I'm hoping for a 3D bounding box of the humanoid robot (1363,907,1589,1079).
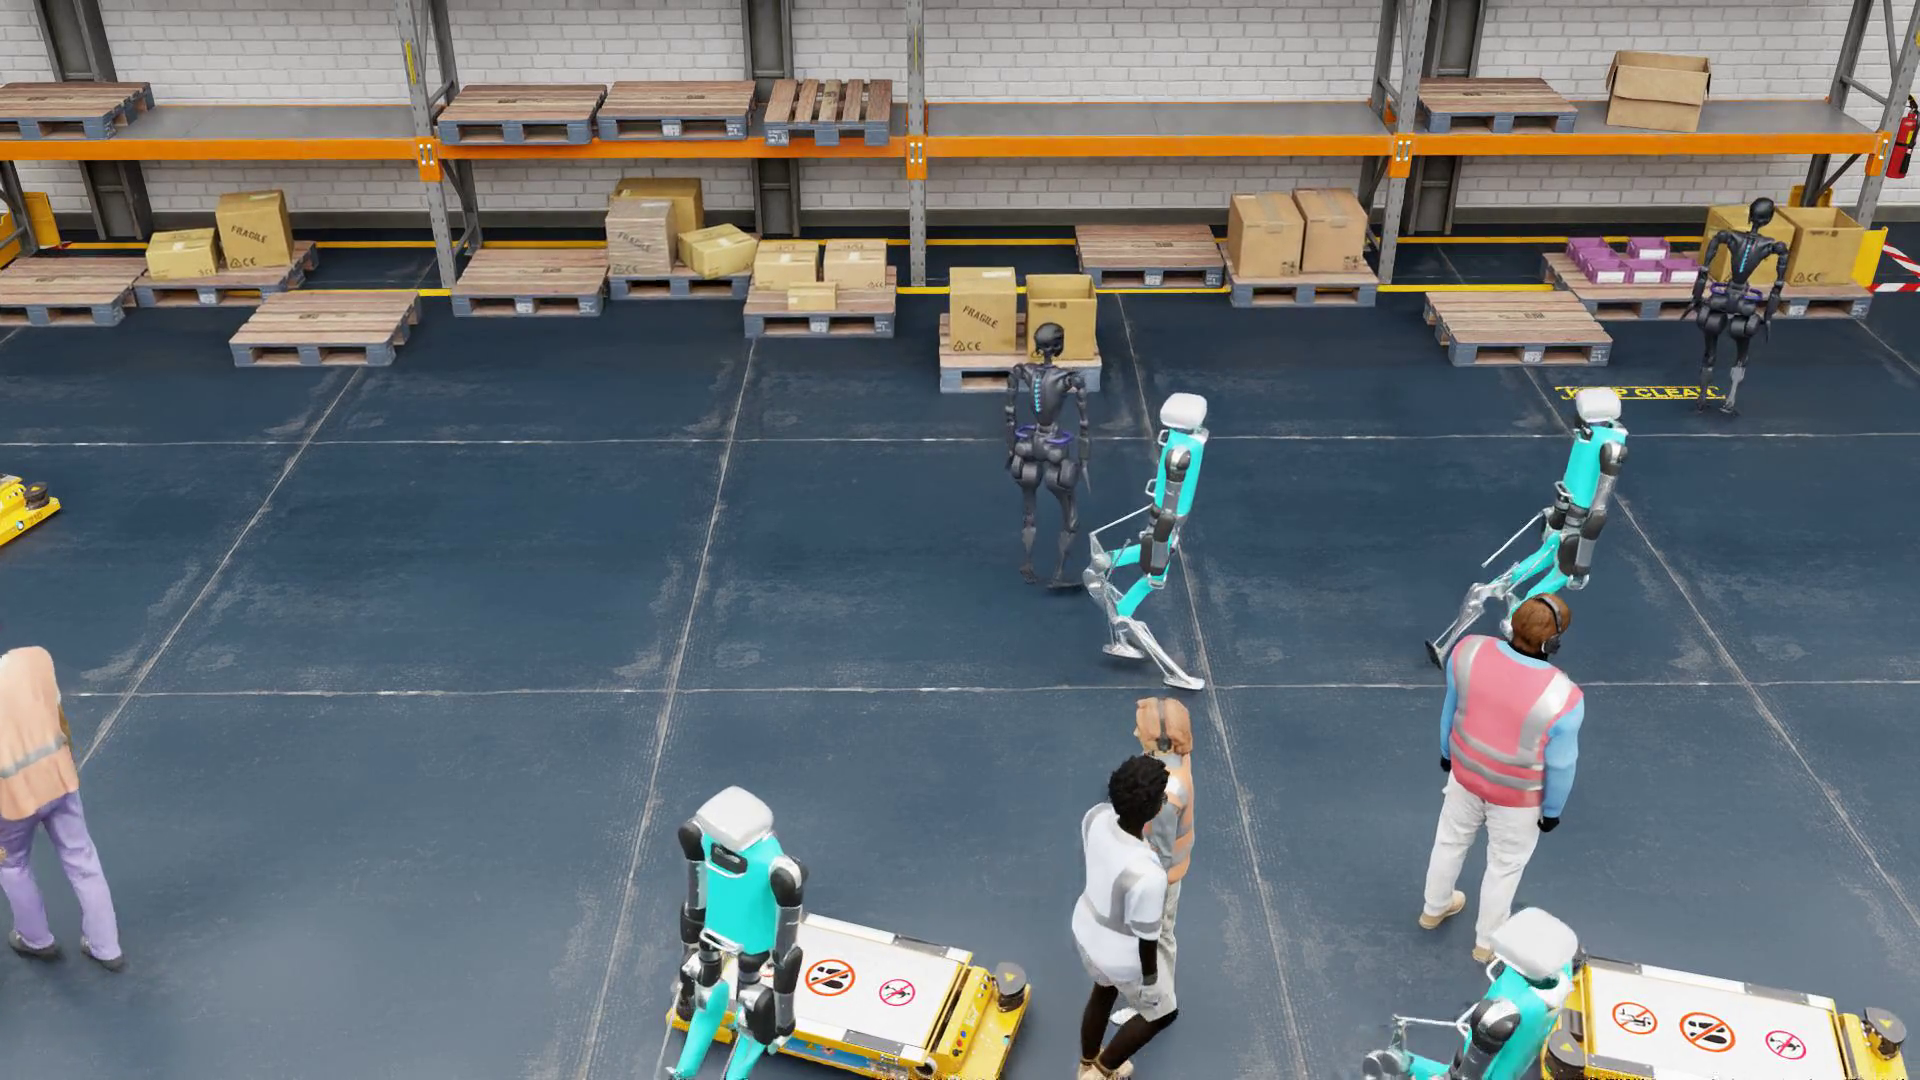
[{"bbox_3d":[1.623,1.852,5.927,0.550,1.756,0.975,-25,39,-35],"label":"humanoid robot"}]

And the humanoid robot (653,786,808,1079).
[{"bbox_3d":[-0.915,1.792,6.050,0.540,1.820,0.745,19,36,28],"label":"humanoid robot"}]

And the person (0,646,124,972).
[{"bbox_3d":[-4.021,1.071,7.135,0.697,1.801,0.569,18,35,28],"label":"person"}]

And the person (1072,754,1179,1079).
[{"bbox_3d":[0.641,1.550,6.452,0.374,1.673,0.572,-11,33,-18],"label":"person"}]

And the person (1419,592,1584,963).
[{"bbox_3d":[2.345,1.021,7.199,0.431,1.837,0.630,-25,39,-35],"label":"person"}]

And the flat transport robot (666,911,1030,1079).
[{"bbox_3d":[-0.473,1.968,7.134,1.431,0.231,0.659,10,32,16],"label":"flat transport robot"}]

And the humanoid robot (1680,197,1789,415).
[{"bbox_3d":[5.456,-1.643,11.784,0.611,1.648,0.364,16,34,24],"label":"humanoid robot"}]

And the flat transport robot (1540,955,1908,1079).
[{"bbox_3d":[3.153,2.122,6.878,1.431,0.231,0.659,8,32,13],"label":"flat transport robot"}]

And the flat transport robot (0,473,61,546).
[{"bbox_3d":[-6.674,-0.233,10.798,1.431,0.231,0.659,10,32,16],"label":"flat transport robot"}]

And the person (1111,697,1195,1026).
[{"bbox_3d":[0.807,1.321,6.881,0.306,1.637,0.510,3,31,5],"label":"person"}]

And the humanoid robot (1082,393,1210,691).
[{"bbox_3d":[0.961,0.014,8.966,0.866,1.779,0.544,8,32,13],"label":"humanoid robot"}]

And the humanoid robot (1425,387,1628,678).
[{"bbox_3d":[2.988,0.026,8.974,0.917,1.789,0.559,1,31,1],"label":"humanoid robot"}]

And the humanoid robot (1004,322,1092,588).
[{"bbox_3d":[0.495,-0.479,9.845,0.593,1.647,0.405,16,34,25],"label":"humanoid robot"}]
